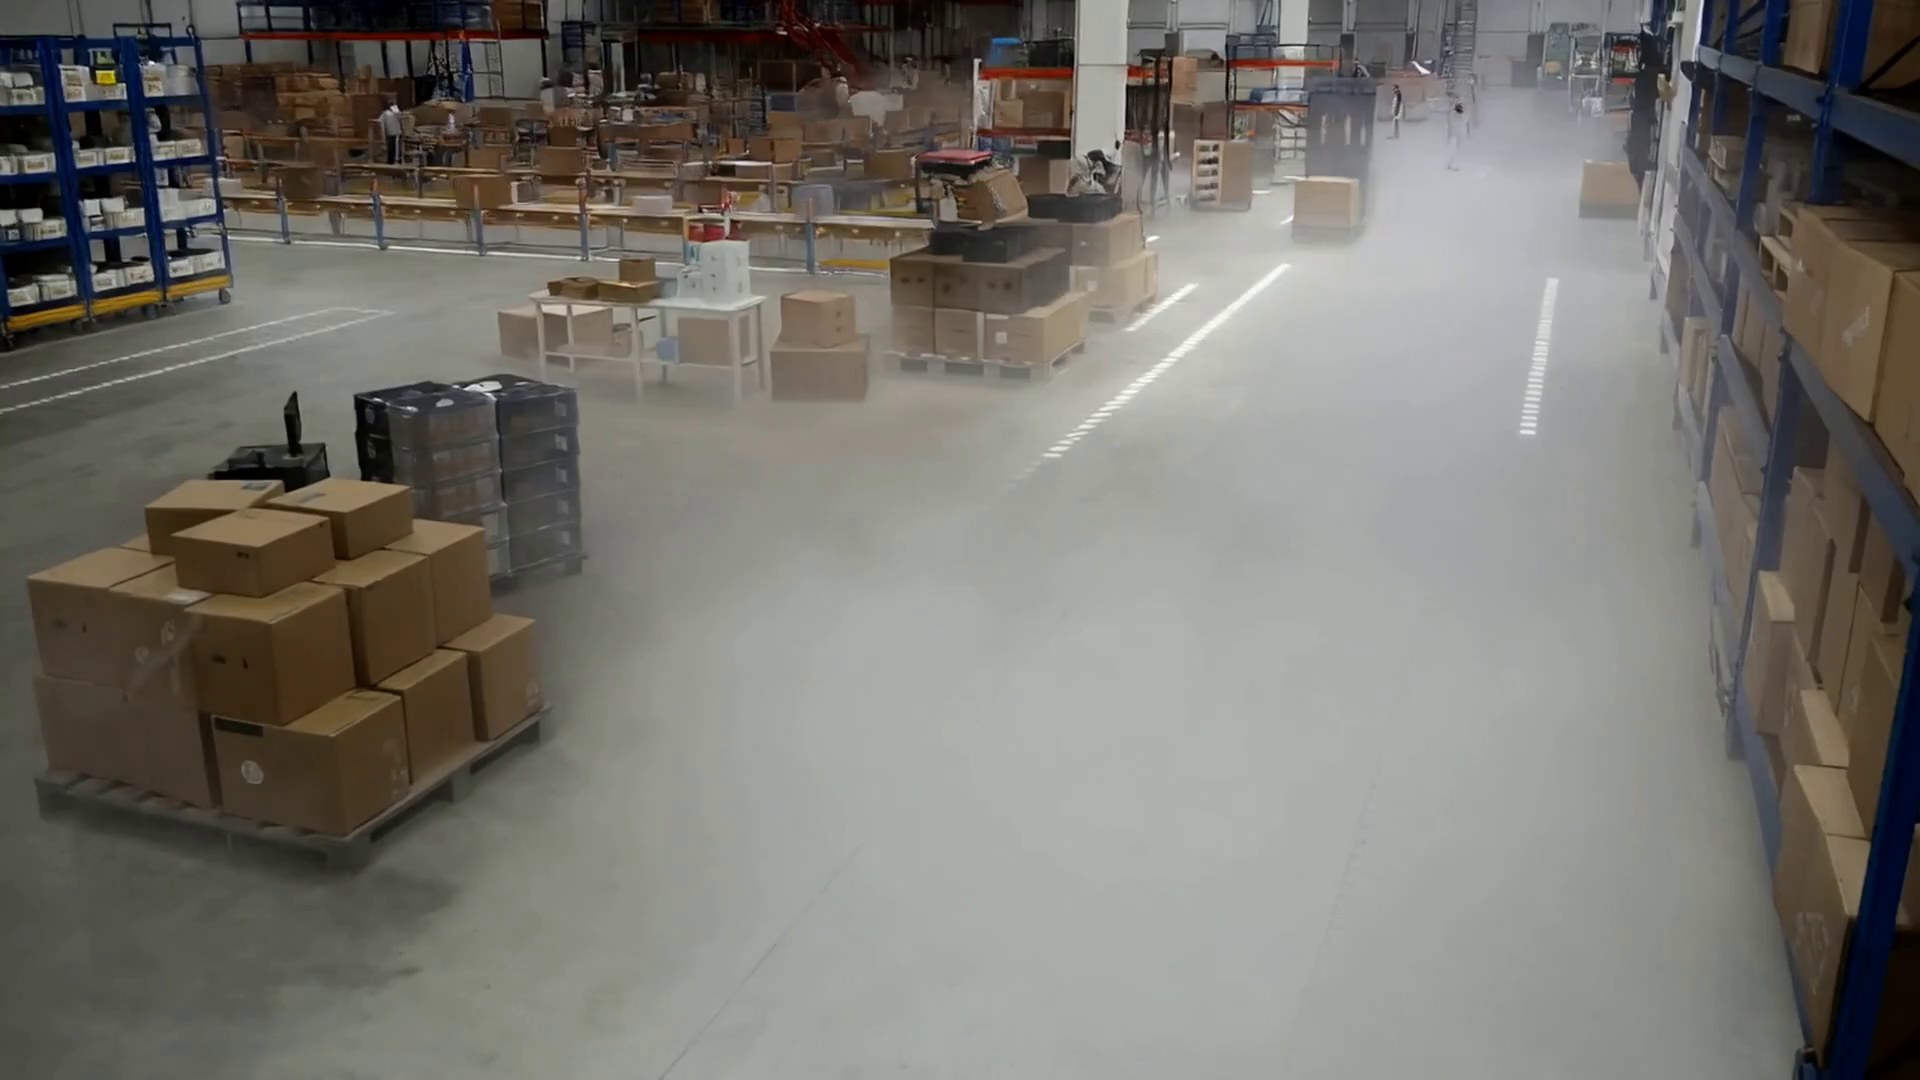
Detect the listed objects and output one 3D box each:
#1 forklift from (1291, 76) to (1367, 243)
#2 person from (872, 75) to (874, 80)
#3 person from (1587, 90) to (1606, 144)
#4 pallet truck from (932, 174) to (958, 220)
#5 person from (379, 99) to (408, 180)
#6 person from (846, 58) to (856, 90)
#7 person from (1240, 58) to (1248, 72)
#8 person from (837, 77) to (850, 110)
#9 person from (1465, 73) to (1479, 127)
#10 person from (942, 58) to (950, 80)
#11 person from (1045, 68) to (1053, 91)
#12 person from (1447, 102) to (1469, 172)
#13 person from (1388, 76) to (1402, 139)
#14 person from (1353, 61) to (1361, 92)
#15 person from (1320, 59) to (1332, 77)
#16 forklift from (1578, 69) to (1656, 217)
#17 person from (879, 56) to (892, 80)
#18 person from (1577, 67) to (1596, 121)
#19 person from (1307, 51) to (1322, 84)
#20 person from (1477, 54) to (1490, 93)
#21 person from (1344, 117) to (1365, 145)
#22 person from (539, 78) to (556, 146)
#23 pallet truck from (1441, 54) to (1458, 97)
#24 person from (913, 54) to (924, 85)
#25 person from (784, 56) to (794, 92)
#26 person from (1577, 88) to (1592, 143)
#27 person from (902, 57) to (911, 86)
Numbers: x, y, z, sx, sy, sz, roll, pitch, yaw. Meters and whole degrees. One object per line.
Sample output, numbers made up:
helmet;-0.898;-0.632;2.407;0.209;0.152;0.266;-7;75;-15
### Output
forklift;6.598;-6.755;29.381;1.129;2.768;1.873;6;19;19
person;-2.756;-14.909;56.586;0.512;1.910;0.544;-10;20;-29
person;19.470;-12.936;50.885;0.528;1.596;0.841;4;18;13
pallet truck;-0.507;-5.292;27.348;0.653;1.274;1.630;6;19;19
person;-13.575;-9.629;40.000;0.401;1.903;0.666;14;22;37
person;-5.165;-21.866;78.656;0.557;1.784;0.962;9;20;26
person;15.581;-25.829;91.024;0.636;1.820;0.630;-6;19;-19
person;-3.929;-14.866;56.663;0.966;1.782;0.604;-14;23;-38
person;17.848;-15.381;58.157;0.578;1.853;0.533;8;19;24
person;-0.760;-20.941;75.599;0.677;1.862;0.615;-5;18;-16
person;4.064;-21.523;77.706;0.489;1.694;0.843;-2;18;-7
person;12.610;-10.261;42.256;0.521;1.729;0.875;-5;18;-14
person;13.795;-13.687;52.692;0.373;1.934;0.551;4;18;11
person;16.635;-19.132;69.826;0.399;1.928;0.542;9;20;25
person;16.826;-21.338;76.564;0.536;2.000;0.701;-10;20;-29
forklift;13.219;-7.740;32.475;1.873;2.768;1.129;6;19;18
person;-3.324;-20.644;74.456;0.612;1.996;0.388;-8;19;-24
person;23.047;-16.415;61.240;0.606;1.957;0.383;4;18;13
person;19.676;-26.025;91.650;0.971;1.823;0.518;5;18;16
person;25.893;-23.052;82.230;0.991;1.869;0.617;-16;23;-40
person;10.106;-10.313;42.651;0.514;1.584;0.880;9;20;25
person;-12.312;-12.857;49.976;0.907;2.015;0.618;8;19;24
pallet truck;22.765;-21.886;78.355;0.823;1.965;1.885;-4;18;-14
person;-2.014;-22.420;80.161;0.587;1.920;0.392;-10;20;-29
person;-7.985;-21.734;78.068;0.576;1.882;0.355;4;18;13
person;19.314;-13.125;51.401;0.309;1.645;0.515;-1;18;-3
person;-2.421;-20.747;74.924;0.595;1.903;0.647;10;20;29
